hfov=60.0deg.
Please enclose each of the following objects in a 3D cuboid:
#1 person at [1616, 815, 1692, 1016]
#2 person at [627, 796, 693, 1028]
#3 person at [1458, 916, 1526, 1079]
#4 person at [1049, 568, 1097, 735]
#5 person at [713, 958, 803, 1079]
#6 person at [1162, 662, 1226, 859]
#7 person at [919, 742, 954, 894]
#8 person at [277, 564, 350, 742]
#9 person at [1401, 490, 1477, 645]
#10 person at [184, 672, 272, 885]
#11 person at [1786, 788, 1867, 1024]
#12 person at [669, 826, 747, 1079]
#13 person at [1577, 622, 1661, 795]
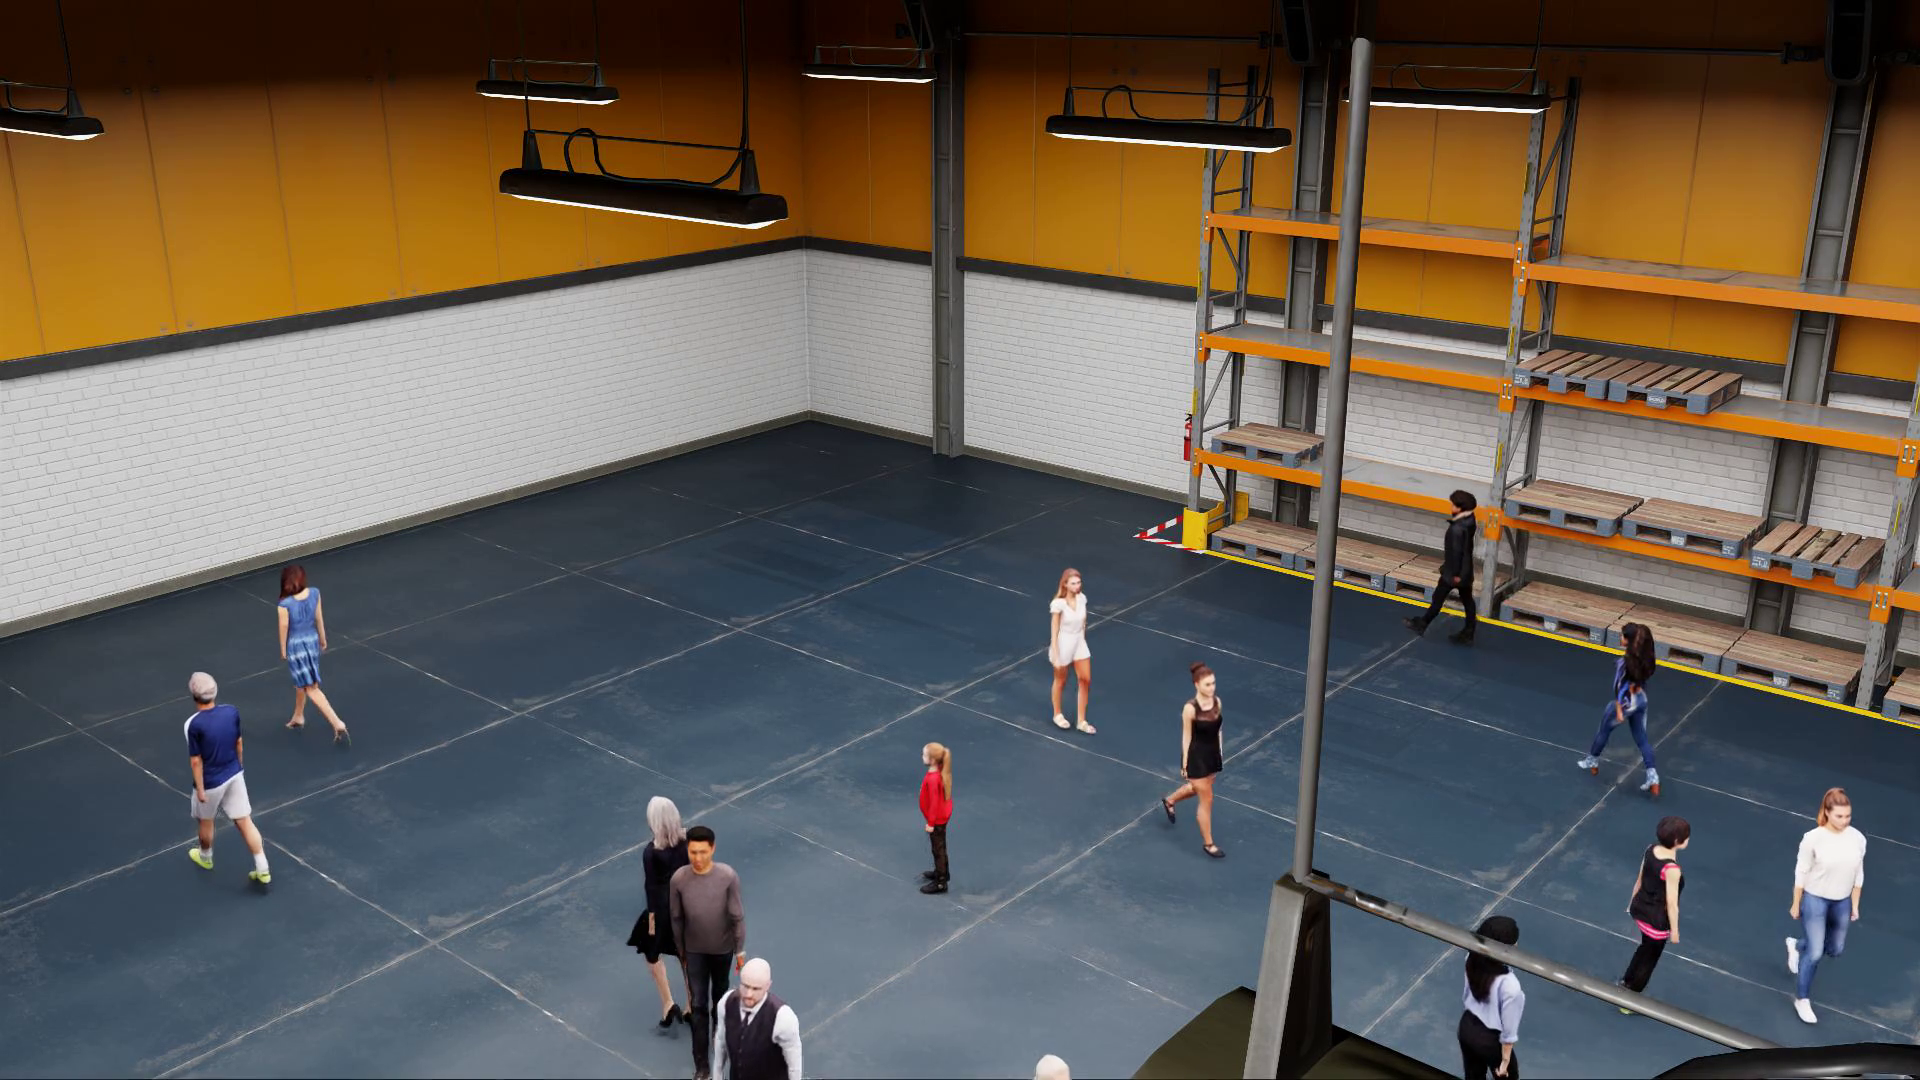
[{"bbox_3d":[4.798,2.634,11.683,0.745,1.537,0.689,-1,19,-2],"label":"person"},{"bbox_3d":[-1.979,2.598,11.493,0.645,1.726,0.618,14,23,36],"label":"person"},{"bbox_3d":[3.105,3.075,10.067,0.832,1.732,0.777,-9,21,-24],"label":"person"},{"bbox_3d":[1.012,1.039,16.206,0.749,1.673,0.882,-10,21,-28],"label":"person"},{"bbox_3d":[-1.109,3.184,9.689,1.248,1.767,0.893,12,22,32],"label":"person"},{"bbox_3d":[1.977,1.804,13.971,0.715,1.650,1.065,-14,23,-36],"label":"person"},{"bbox_3d":[-0.188,2.210,13.342,0.609,1.281,0.575,3,19,8],"label":"person"},{"bbox_3d":[-6.188,1.120,15.823,1.184,1.764,0.818,8,20,23],"label":"person"},{"bbox_3d":[5.530,0.334,18.191,1.002,1.742,0.620,15,24,37],"label":"person"},{"bbox_3d":[-5.865,1.951,13.311,1.221,1.792,0.739,12,22,32],"label":"person"},{"bbox_3d":[6.067,2.526,11.744,0.950,1.703,0.990,0,19,0],"label":"person"},{"bbox_3d":[-1.669,2.692,11.217,1.091,1.724,1.175,-7,20,-19],"label":"person"},{"bbox_3d":[6.070,1.525,14.911,0.873,1.579,1.135,-10,21,-27],"label":"person"}]
